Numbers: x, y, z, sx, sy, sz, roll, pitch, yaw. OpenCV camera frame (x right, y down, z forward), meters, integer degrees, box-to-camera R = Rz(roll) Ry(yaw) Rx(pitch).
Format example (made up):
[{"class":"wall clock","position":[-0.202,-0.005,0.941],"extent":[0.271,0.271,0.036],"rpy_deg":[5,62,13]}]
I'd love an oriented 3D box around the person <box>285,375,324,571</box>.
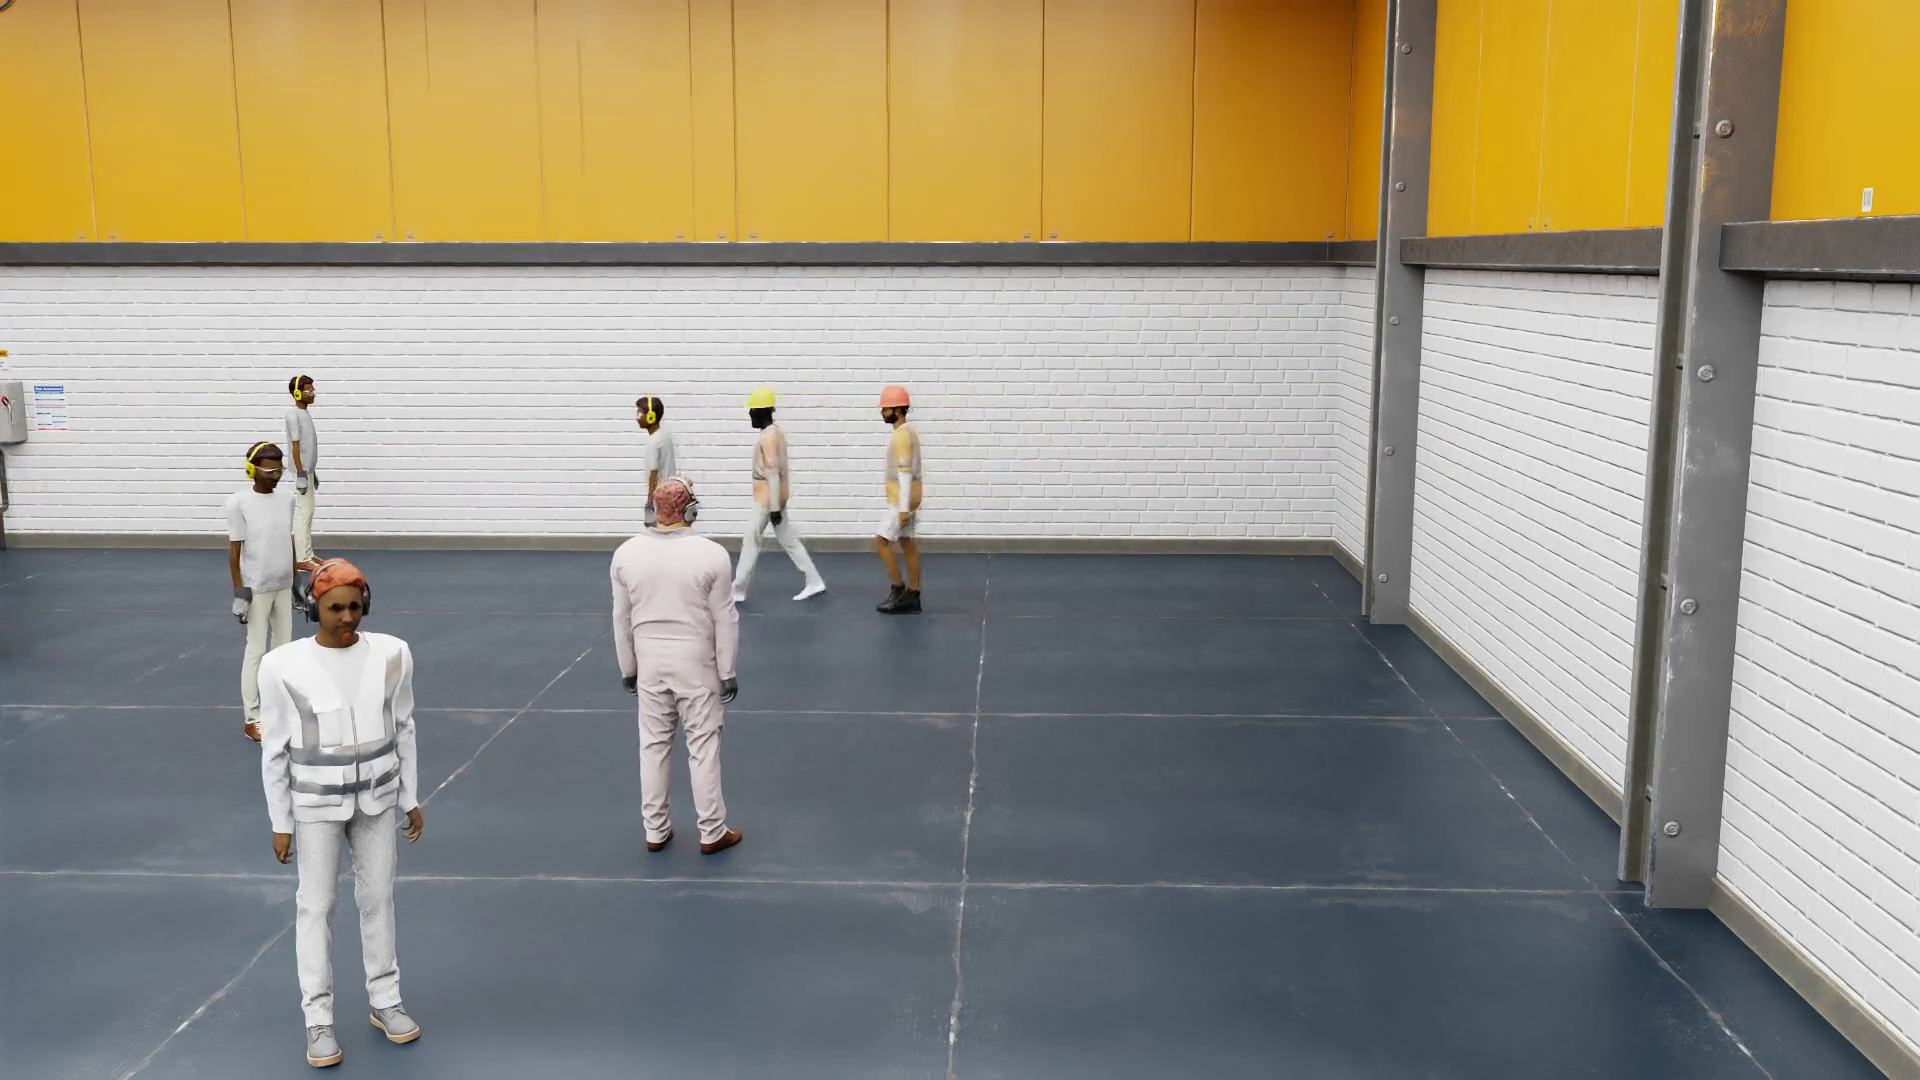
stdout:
[{"class":"person","position":[-6.226,-0.633,15.860],"extent":[0.323,1.866,0.528],"rpy_deg":[-2,10,-11]}]

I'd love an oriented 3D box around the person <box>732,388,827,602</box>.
[{"class":"person","position":[-1.631,-0.380,14.365],"extent":[1.001,1.880,0.607],"rpy_deg":[0,10,-1]}]

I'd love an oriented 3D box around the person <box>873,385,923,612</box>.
[{"class":"person","position":[-0.554,-0.330,13.916],"extent":[0.528,1.919,0.580],"rpy_deg":[0,10,3]}]

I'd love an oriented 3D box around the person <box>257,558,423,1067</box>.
[{"class":"person","position":[-2.299,1.001,6.236],"extent":[0.574,1.886,0.356],"rpy_deg":[-8,12,-39]}]

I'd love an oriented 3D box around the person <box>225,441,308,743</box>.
[{"class":"person","position":[-4.282,0.312,10.335],"extent":[0.332,1.863,0.532],"rpy_deg":[5,11,26]}]

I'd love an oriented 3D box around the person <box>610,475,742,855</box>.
[{"class":"person","position":[-1.402,0.629,8.346],"extent":[0.643,1.910,0.400],"rpy_deg":[2,10,14]}]

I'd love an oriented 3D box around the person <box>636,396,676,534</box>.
[{"class":"person","position":[-2.480,-0.315,14.135],"extent":[0.929,1.831,0.519],"rpy_deg":[0,10,-1]}]
